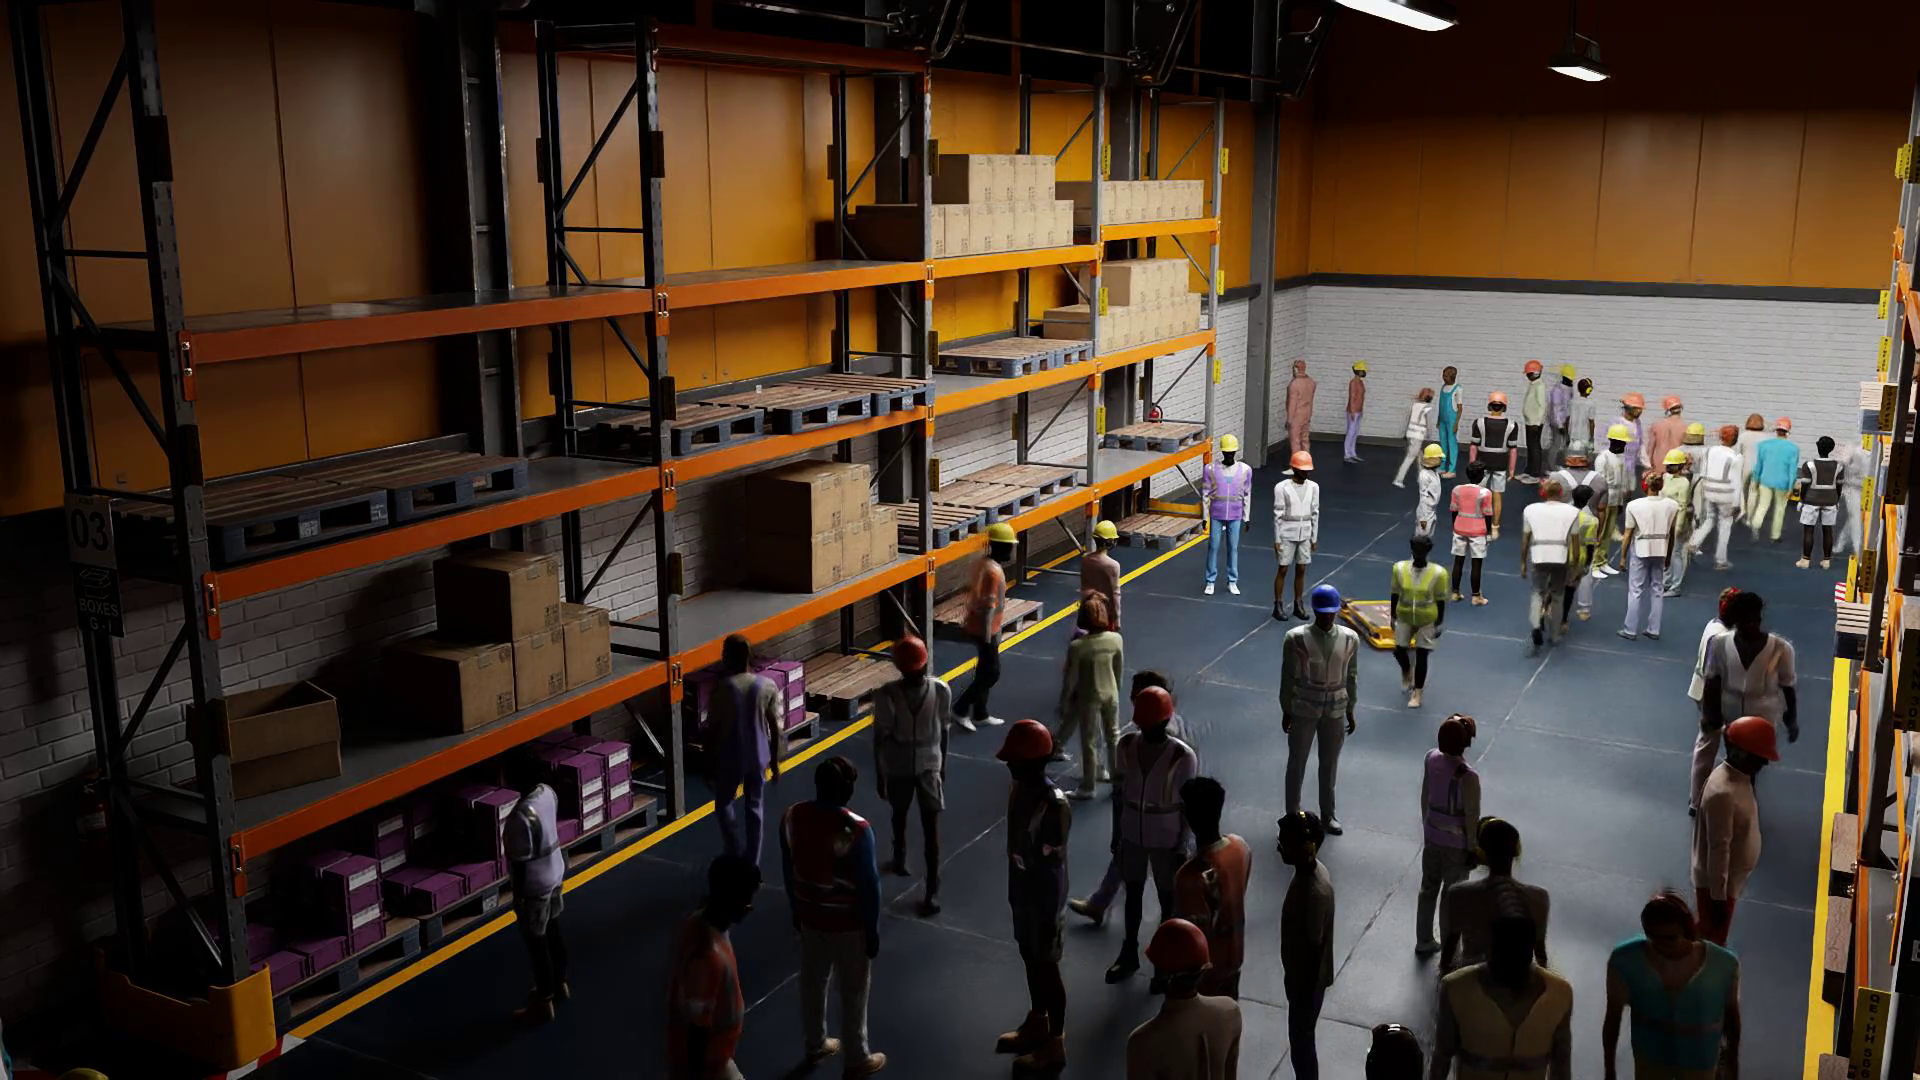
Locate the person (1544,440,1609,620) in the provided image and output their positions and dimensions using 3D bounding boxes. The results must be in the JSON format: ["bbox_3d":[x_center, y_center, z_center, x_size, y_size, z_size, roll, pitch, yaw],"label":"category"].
[{"bbox_3d":[6.860,-0.122,18.657,0.684,2.000,0.535,2,13,10],"label":"person"}]

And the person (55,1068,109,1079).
[{"bbox_3d":[-3.201,2.788,6.126,0.406,1.822,0.605,4,13,17],"label":"person"}]

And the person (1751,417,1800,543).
[{"bbox_3d":[10.922,-0.788,22.325,0.659,1.735,0.566,-12,17,-42],"label":"person"}]

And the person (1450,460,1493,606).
[{"bbox_3d":[5.919,-0.080,19.251,0.321,1.693,0.530,-11,17,-41],"label":"person"}]

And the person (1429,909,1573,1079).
[{"bbox_3d":[2.390,2.469,7.459,0.591,1.878,0.960,0,13,-2],"label":"person"}]

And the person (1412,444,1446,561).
[{"bbox_3d":[5.681,-0.300,20.126,0.306,1.742,0.494,7,14,29],"label":"person"}]

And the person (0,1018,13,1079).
[{"bbox_3d":[-4.213,2.588,7.004,0.429,1.832,0.635,2,13,11],"label":"person"}]

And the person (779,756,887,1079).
[{"bbox_3d":[-0.688,2.088,9.235,0.632,1.838,0.429,8,15,33],"label":"person"}]

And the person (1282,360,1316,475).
[{"bbox_3d":[5.570,-2.021,27.462,0.403,1.906,0.652,12,18,44],"label":"person"}]

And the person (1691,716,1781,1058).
[{"bbox_3d":[4.391,1.948,9.515,0.407,1.981,0.617,7,15,30],"label":"person"}]

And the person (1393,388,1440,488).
[{"bbox_3d":[7.236,-1.610,26.329,0.896,1.592,0.549,-4,13,-15],"label":"person"}]

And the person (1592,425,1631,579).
[{"bbox_3d":[8.035,-0.481,20.558,0.582,1.917,0.403,-11,17,-41],"label":"person"}]

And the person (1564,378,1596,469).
[{"bbox_3d":[9.459,-1.539,25.382,0.333,1.872,0.515,-9,15,-35],"label":"person"}]

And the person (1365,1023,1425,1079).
[{"bbox_3d":[1.647,2.723,6.383,0.504,1.839,0.348,0,13,-2],"label":"person"}]

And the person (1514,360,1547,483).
[{"bbox_3d":[9.202,-1.901,26.748,0.407,1.983,0.612,1,13,5],"label":"person"}]

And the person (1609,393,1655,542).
[{"bbox_3d":[9.041,-1.007,22.677,0.620,2.013,0.652,-11,16,-40],"label":"person"}]

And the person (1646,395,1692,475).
[{"bbox_3d":[9.803,-0.999,22.752,0.695,1.955,0.795,12,17,42],"label":"person"}]

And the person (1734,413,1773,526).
[{"bbox_3d":[11.157,-0.985,23.464,0.508,1.619,0.386,4,13,16],"label":"person"}]

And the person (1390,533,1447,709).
[{"bbox_3d":[4.301,0.735,15.631,0.538,1.682,0.406,7,14,27],"label":"person"}]

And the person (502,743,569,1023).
[{"bbox_3d":[-2.520,2.022,9.850,0.319,1.698,0.538,2,13,7],"label":"person"}]

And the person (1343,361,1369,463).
[{"bbox_3d":[6.828,-2.206,28.627,0.333,1.761,0.528,8,15,31],"label":"person"}]

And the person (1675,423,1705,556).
[{"bbox_3d":[9.549,-0.663,21.768,0.311,1.736,0.483,-11,16,-39],"label":"person"}]

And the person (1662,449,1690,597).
[{"bbox_3d":[8.406,-0.202,19.656,0.337,1.759,0.524,0,13,-1],"label":"person"}]

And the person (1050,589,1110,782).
[{"bbox_3d":[1.029,1.175,13.854,0.701,1.621,0.529,4,13,19],"label":"person"}]

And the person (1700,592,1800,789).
[{"bbox_3d":[6.001,1.303,12.629,0.675,1.897,0.998,11,16,40],"label":"person"}]

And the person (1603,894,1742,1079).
[{"bbox_3d":[3.300,2.446,7.734,0.605,1.781,0.734,6,14,25],"label":"person"}]

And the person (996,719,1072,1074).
[{"bbox_3d":[0.397,1.975,9.297,0.408,2.035,0.601,-5,14,-22],"label":"person"}]

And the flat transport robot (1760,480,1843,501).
[{"bbox_3d":[13.172,-0.796,25.670,1.431,0.197,0.652,-4,13,-19],"label":"flat transport robot"}]

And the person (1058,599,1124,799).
[{"bbox_3d":[1.061,1.285,13.294,0.557,1.626,0.308,-7,14,-27],"label":"person"}]

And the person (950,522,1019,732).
[{"bbox_3d":[0.230,0.781,14.939,0.607,1.901,0.606,-1,13,-5],"label":"person"}]

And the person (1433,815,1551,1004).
[{"bbox_3d":[2.681,2.281,8.353,0.536,1.846,0.644,2,13,8],"label":"person"}]

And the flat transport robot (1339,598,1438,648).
[{"bbox_3d":[4.653,0.892,18.110,0.652,0.197,1.431,-1,13,-3],"label":"flat transport robot"}]

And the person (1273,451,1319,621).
[{"bbox_3d":[3.754,-0.044,18.568,0.547,1.929,0.391,-3,13,-15],"label":"person"}]

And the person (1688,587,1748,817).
[{"bbox_3d":[5.876,1.256,12.945,0.388,1.837,0.563,6,14,27],"label":"person"}]

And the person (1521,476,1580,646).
[{"bbox_3d":[6.211,0.251,17.483,0.613,1.818,0.549,4,13,17],"label":"person"}]

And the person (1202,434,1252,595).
[{"bbox_3d":[3.153,-0.299,19.699,0.585,1.928,0.370,0,13,1],"label":"person"}]

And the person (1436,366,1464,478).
[{"bbox_3d":[7.986,-1.929,27.205,0.344,1.839,0.505,-5,14,-22],"label":"person"}]

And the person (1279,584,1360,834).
[{"bbox_3d":[2.714,1.278,12.597,0.604,1.949,0.384,-1,13,-6],"label":"person"}]

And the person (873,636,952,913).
[{"bbox_3d":[-0.330,1.546,11.557,0.544,1.885,0.967,-1,13,-4],"label":"person"}]

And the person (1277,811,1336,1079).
[{"bbox_3d":[1.725,2.251,8.450,0.333,1.860,0.510,1,13,5],"label":"person"}]

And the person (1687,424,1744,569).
[{"bbox_3d":[9.513,-0.531,20.881,0.575,1.869,0.591,-6,14,-26],"label":"person"}]

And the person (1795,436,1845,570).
[{"bbox_3d":[10.836,-0.466,20.970,0.539,1.695,0.318,1,13,5],"label":"person"}]

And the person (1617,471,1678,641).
[{"bbox_3d":[7.350,0.180,17.767,0.561,1.837,0.390,-1,13,-3],"label":"person"}]

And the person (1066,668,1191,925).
[{"bbox_3d":[1.188,1.726,10.945,0.966,1.791,0.513,-2,13,-11],"label":"person"}]

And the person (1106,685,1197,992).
[{"bbox_3d":[1.166,1.816,10.217,0.544,1.935,0.361,7,15,30],"label":"person"}]

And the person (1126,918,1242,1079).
[{"bbox_3d":[0.898,2.520,6.930,0.622,1.994,0.381,-10,16,-37],"label":"person"}]

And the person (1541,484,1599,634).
[{"bbox_3d":[6.542,0.226,17.931,0.568,1.667,0.539,10,16,38],"label":"person"}]

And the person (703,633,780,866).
[{"bbox_3d":[-1.529,1.553,11.643,0.563,1.820,0.420,-5,14,-22],"label":"person"}]

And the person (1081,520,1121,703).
[{"bbox_3d":[1.338,0.685,15.690,0.348,1.760,0.528,-9,16,-36],"label":"person"}]

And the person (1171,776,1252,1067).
[{"bbox_3d":[1.269,2.165,8.596,0.377,1.960,0.609,9,16,35],"label":"person"}]

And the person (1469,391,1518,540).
[{"bbox_3d":[7.252,-1.014,22.681,0.612,2.032,0.411,3,13,13],"label":"person"}]

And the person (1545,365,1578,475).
[{"bbox_3d":[9.851,-1.936,27.156,0.621,1.877,0.586,-10,16,-37],"label":"person"}]

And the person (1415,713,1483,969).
[{"bbox_3d":[3.097,1.895,10.521,0.306,1.643,0.523,-5,13,-20],"label":"person"}]

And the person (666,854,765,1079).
[{"bbox_3d":[-1.207,2.381,7.789,0.922,1.915,0.677,-3,13,-13],"label":"person"}]

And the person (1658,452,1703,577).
[{"bbox_3d":[8.798,-0.290,20.374,0.536,1.592,0.777,7,14,27],"label":"person"}]
